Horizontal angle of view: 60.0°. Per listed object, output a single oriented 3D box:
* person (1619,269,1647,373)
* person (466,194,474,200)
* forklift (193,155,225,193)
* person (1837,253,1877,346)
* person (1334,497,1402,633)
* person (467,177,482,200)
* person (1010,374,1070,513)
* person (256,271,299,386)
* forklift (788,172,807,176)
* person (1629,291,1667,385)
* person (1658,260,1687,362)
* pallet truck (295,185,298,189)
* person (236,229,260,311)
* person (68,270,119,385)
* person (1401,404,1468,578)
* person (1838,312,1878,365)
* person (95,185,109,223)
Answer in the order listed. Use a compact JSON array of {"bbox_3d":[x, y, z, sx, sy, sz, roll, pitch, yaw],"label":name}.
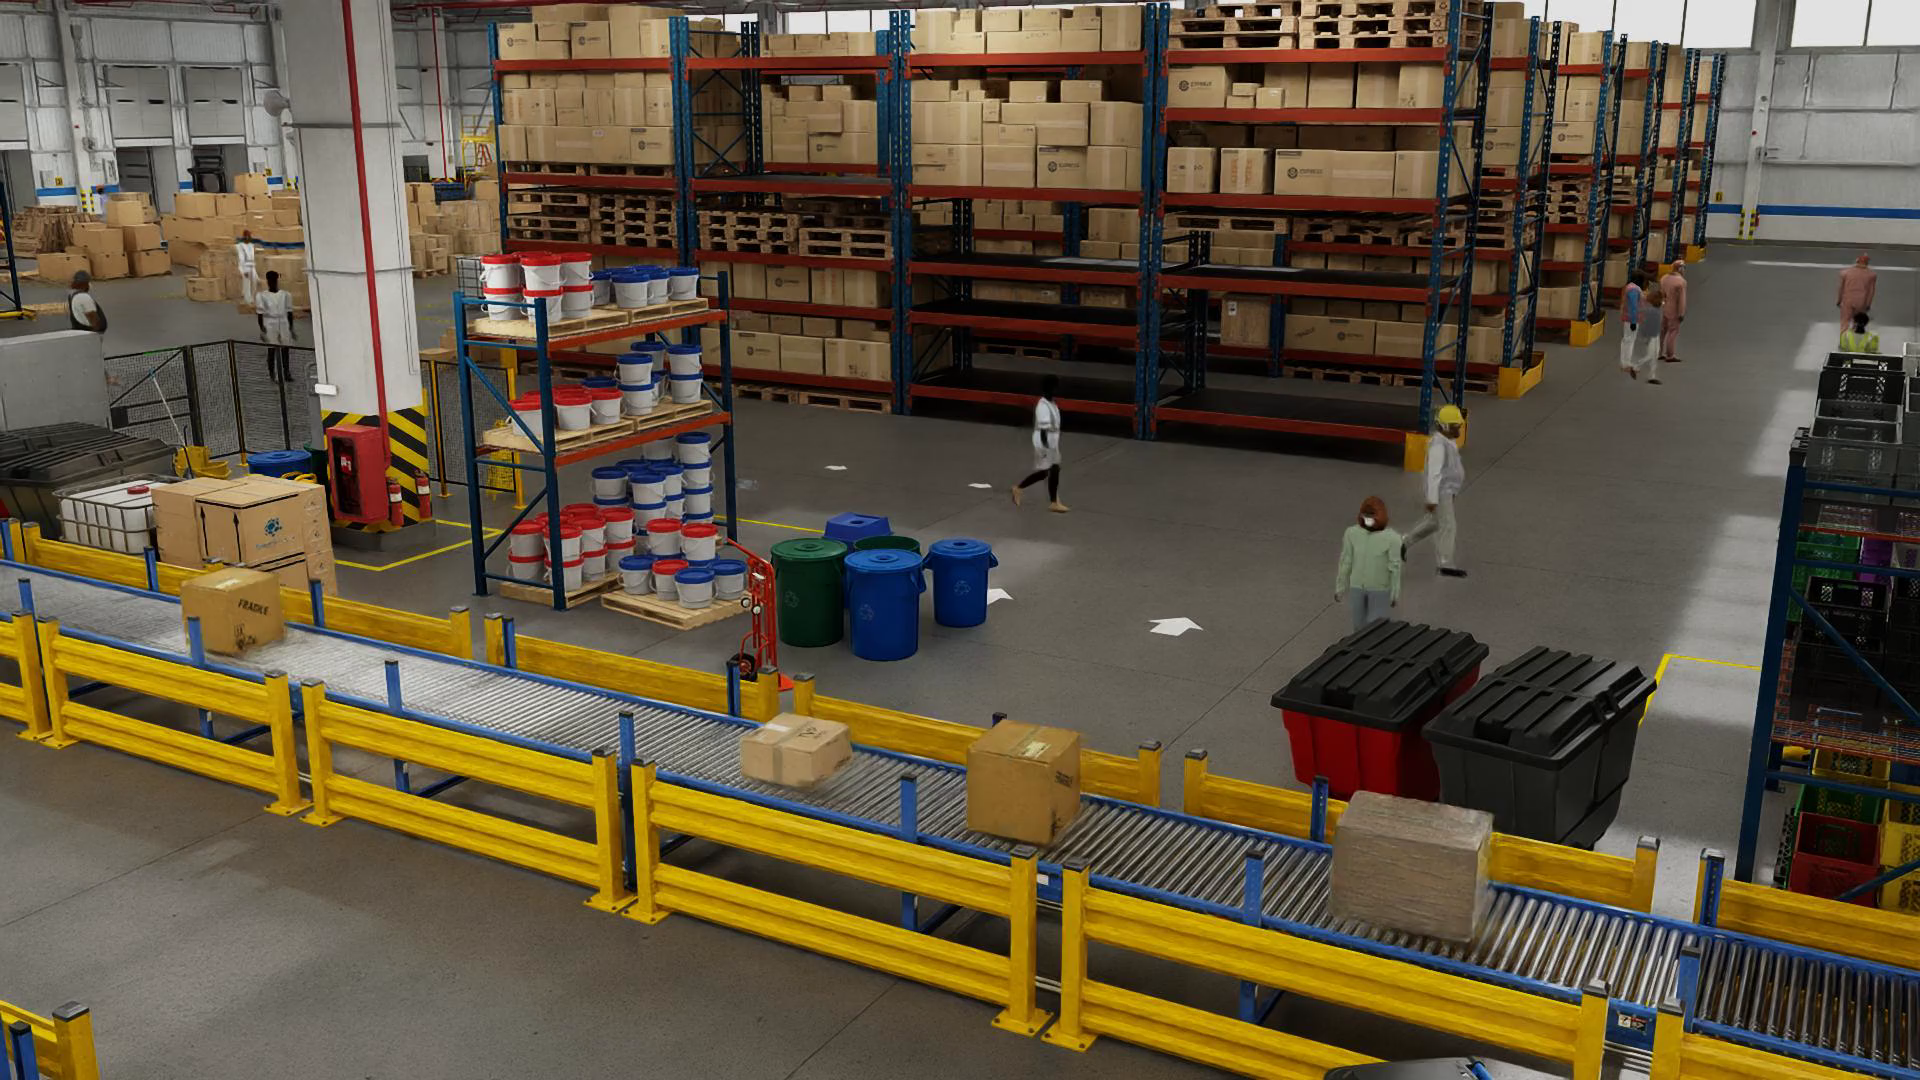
[{"bbox_3d":[12.111,-3.944,29.919,0.429,1.843,0.629,4,16,16],"label":"person"},{"bbox_3d":[-15.364,-9.848,51.975,0.633,1.918,0.779,12,19,38],"label":"person"},{"bbox_3d":[-26.647,-12.289,59.298,1.129,2.768,1.873,-3,15,-12],"label":"forklift"},{"bbox_3d":[17.552,-4.680,32.614,0.643,1.878,0.805,8,17,26],"label":"person"},{"bbox_3d":[3.400,0.430,13.897,0.506,1.623,0.384,10,18,34],"label":"person"},{"bbox_3d":[-18.533,-12.910,63.495,0.633,1.916,0.743,-14,20,-42],"label":"person"},{"bbox_3d":[0.968,-1.147,19.697,0.646,1.680,0.540,6,16,22],"label":"person"},{"bbox_3d":[-11.713,-3.643,28.572,0.652,1.956,0.401,-12,19,-38],"label":"person"},{"bbox_3d":[-6.019,-12.997,61.960,1.873,2.768,1.129,8,17,28],"label":"forklift"},{"bbox_3d":[11.873,-3.481,28.593,0.502,1.616,0.459,-13,20,-40],"label":"person"},{"bbox_3d":[13.310,-4.274,31.053,0.400,1.901,0.645,-5,16,-18],"label":"person"},{"bbox_3d":[-26.804,-14.617,69.738,1.885,1.965,0.823,-14,20,-42],"label":"pallet truck"},{"bbox_3d":[-16.452,-6.238,38.485,0.445,1.865,0.570,5,16,17],"label":"person"},{"bbox_3d":[-14.868,-3.582,28.172,0.883,2.000,0.683,-12,19,-37],"label":"person"},{"bbox_3d":[4.893,-0.526,17.135,0.737,1.807,0.599,6,16,21],"label":"person"},{"bbox_3d":[13.708,-2.667,25.437,0.536,1.675,0.684,9,18,31],"label":"person"},{"bbox_3d":[-29.540,-11.335,57.596,0.651,1.887,0.558,-4,15,-14],"label":"person"}]
